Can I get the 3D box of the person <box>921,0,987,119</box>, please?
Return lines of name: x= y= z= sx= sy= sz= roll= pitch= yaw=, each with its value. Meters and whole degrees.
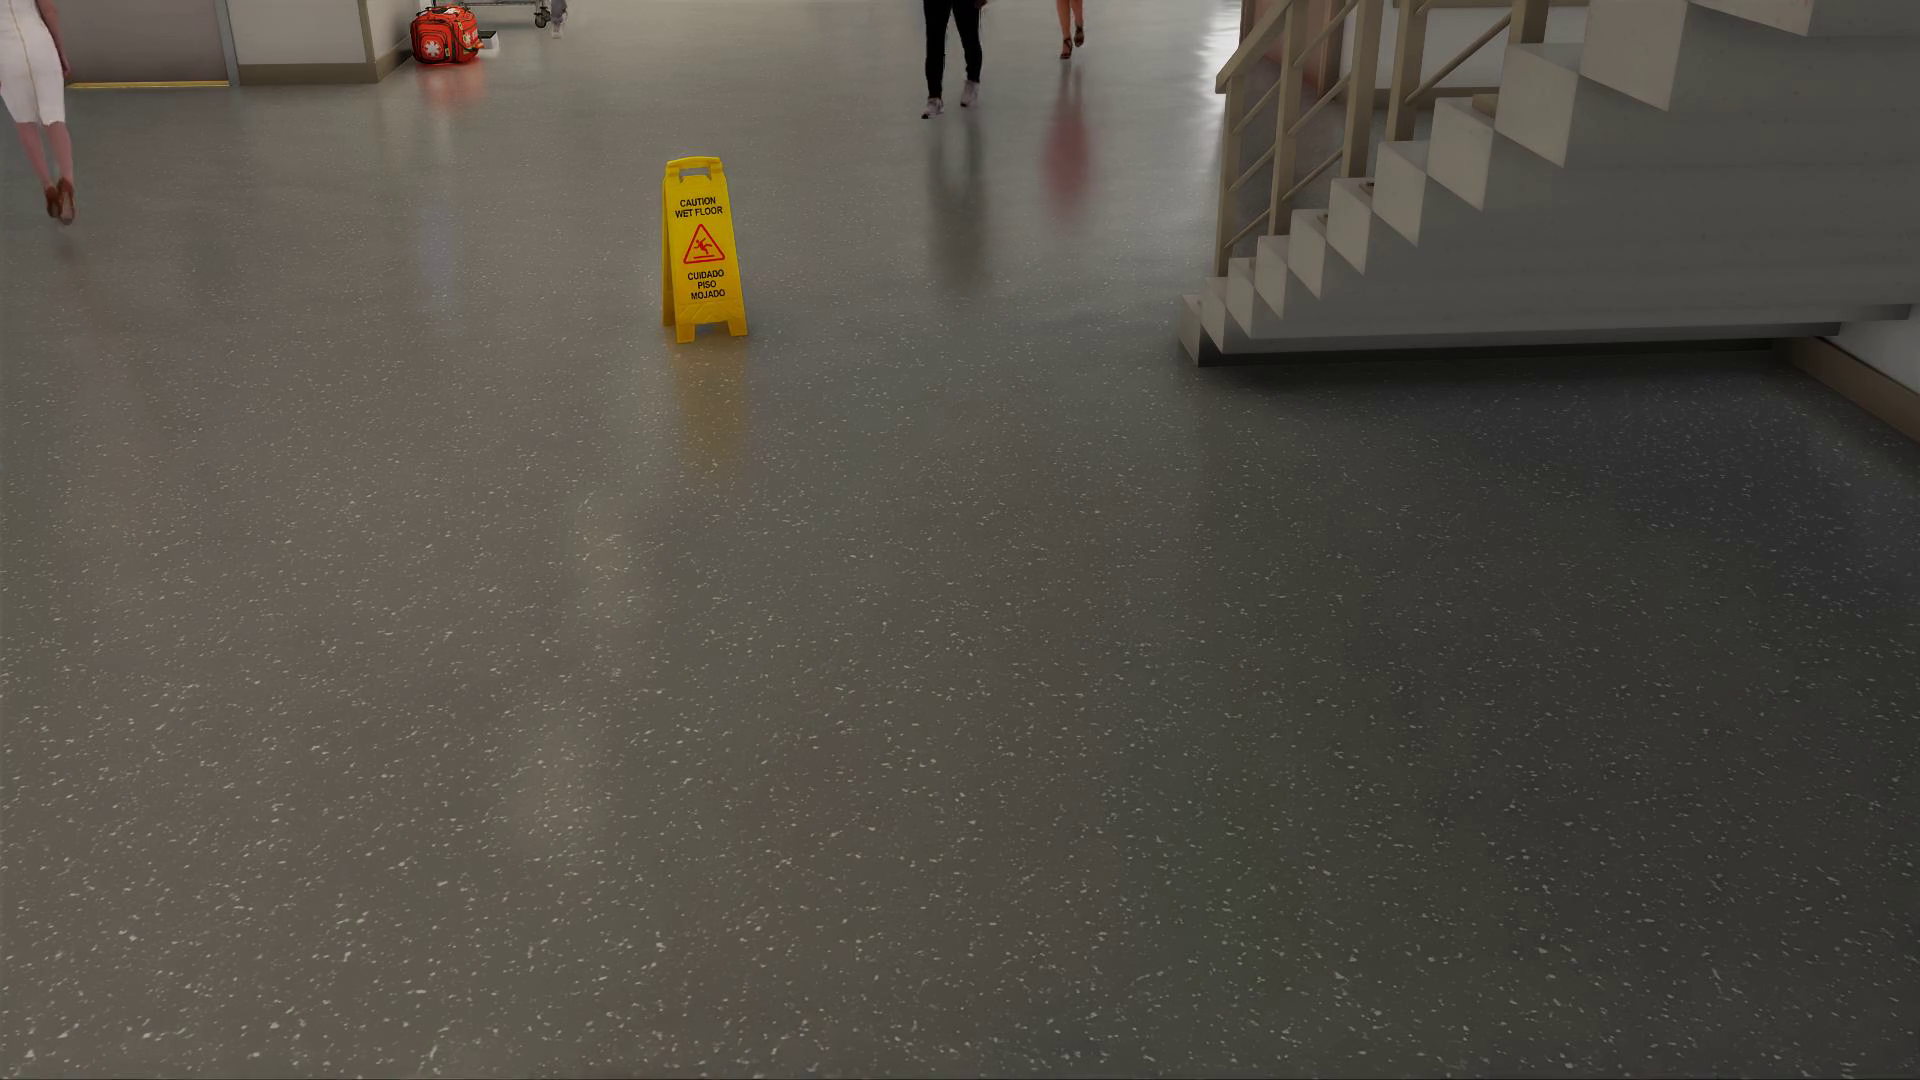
person: x=-0.013 y=-3.911 z=11.645 sx=0.963 sy=1.794 sz=1.252 roll=8 pitch=27 yaw=15

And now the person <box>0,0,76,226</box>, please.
person: x=-4.852 y=-2.451 z=8.653 sx=0.897 sy=1.764 sz=1.157 roll=-15 pitch=29 yaw=-27
